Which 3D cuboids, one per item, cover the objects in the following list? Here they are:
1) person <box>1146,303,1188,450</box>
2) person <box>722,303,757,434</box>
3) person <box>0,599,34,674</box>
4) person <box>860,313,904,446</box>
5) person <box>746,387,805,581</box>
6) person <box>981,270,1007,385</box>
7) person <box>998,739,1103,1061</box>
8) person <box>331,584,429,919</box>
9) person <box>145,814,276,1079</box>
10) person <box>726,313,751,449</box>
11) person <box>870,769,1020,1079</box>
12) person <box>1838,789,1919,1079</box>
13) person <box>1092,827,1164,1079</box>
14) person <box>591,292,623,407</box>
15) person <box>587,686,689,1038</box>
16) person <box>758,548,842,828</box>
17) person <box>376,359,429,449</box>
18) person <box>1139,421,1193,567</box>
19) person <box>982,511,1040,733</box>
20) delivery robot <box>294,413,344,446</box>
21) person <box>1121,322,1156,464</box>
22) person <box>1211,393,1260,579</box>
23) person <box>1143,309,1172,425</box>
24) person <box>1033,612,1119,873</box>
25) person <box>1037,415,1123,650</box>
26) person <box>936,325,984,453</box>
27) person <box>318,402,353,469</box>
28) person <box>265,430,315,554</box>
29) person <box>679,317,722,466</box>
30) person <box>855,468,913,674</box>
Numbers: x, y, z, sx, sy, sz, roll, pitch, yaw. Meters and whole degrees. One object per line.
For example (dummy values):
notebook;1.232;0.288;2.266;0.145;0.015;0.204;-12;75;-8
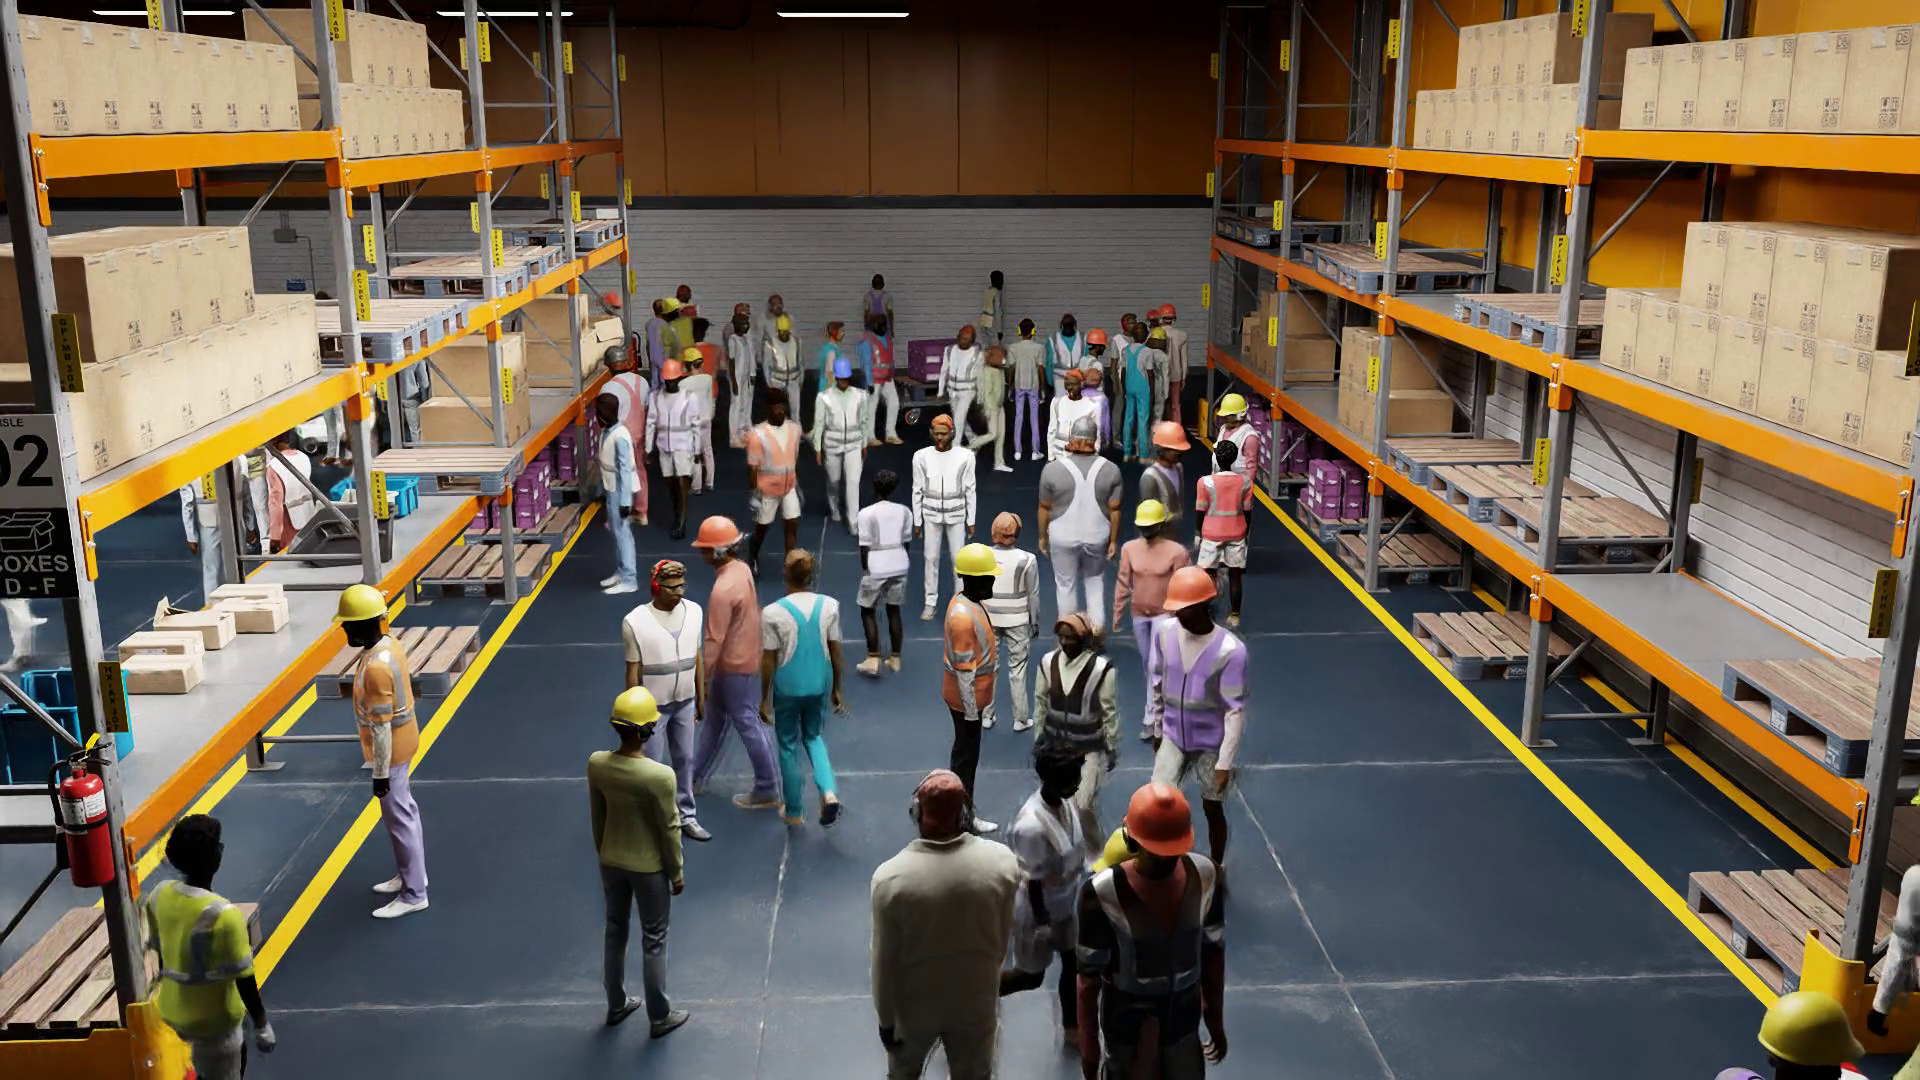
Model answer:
person;2.765;-2.179;22.364;0.610;1.996;0.379;-4;15;-14
person;-3.031;-2.363;23.278;0.407;1.902;0.639;-12;19;-40
person;-7.803;0.172;13.256;0.638;1.928;0.655;6;15;22
person;-1.043;-2.170;22.665;0.668;1.820;0.658;10;17;33
person;-1.761;-0.523;16.001;0.649;1.972;0.629;-12;19;-39
person;0.554;-3.575;28.001;0.371;1.915;0.595;-5;15;-19
person;0.321;1.695;7.851;0.688;1.646;0.536;8;16;28
person;-3.254;1.176;9.364;0.407;1.917;0.583;-4;15;-16
person;-3.038;1.930;6.838;0.597;1.678;0.538;10;17;34
person;-3.000;-2.169;22.649;0.339;1.838;0.512;4;15;15
person;-0.094;1.825;6.929;0.633;1.861;0.896;-3;15;-12
person;4.041;1.833;6.869;0.610;1.860;1.032;-5;15;-19
person;0.666;1.963;6.562;0.315;1.769;0.525;-2;14;-8
person;-5.112;-2.596;24.050;0.619;1.969;0.625;2;14;9
person;-1.568;1.566;8.135;0.525;1.760;0.334;7;16;27
person;-0.975;0.961;10.370;0.526;1.828;0.540;-8;16;-29
person;-6.931;-1.734;20.729;0.631;1.940;0.372;-3;15;-11
person;1.709;0.028;13.619;0.461;2.031;0.648;10;17;33
person;0.330;0.604;12.154;0.524;1.636;0.308;5;15;18
delivery robot;-8.529;-1.480;22.303;0.707;0.478;0.477;-9;17;-31
person;2.317;-1.908;21.598;0.504;1.847;0.345;12;18;38
person;2.657;-0.532;16.244;0.403;1.823;0.588;-6;15;-22
person;2.867;-2.466;24.067;0.577;1.714;0.779;-5;15;-18
person;0.659;1.213;9.768;0.541;1.628;0.369;8;17;30
person;0.986;-0.058;13.946;0.687;2.000;0.536;-2;14;-6
person;0.069;-1.898;21.582;0.611;1.837;0.924;9;17;32
person;-8.030;-1.886;21.325;0.629;1.940;0.373;6;16;23
person;-5.796;-0.113;14.437;0.408;1.909;0.593;1;14;4
person;-3.367;-1.899;21.362;0.640;1.944;0.515;-12;18;-39
person;-0.593;0.254;13.460;0.551;1.660;0.422;-10;17;-33
